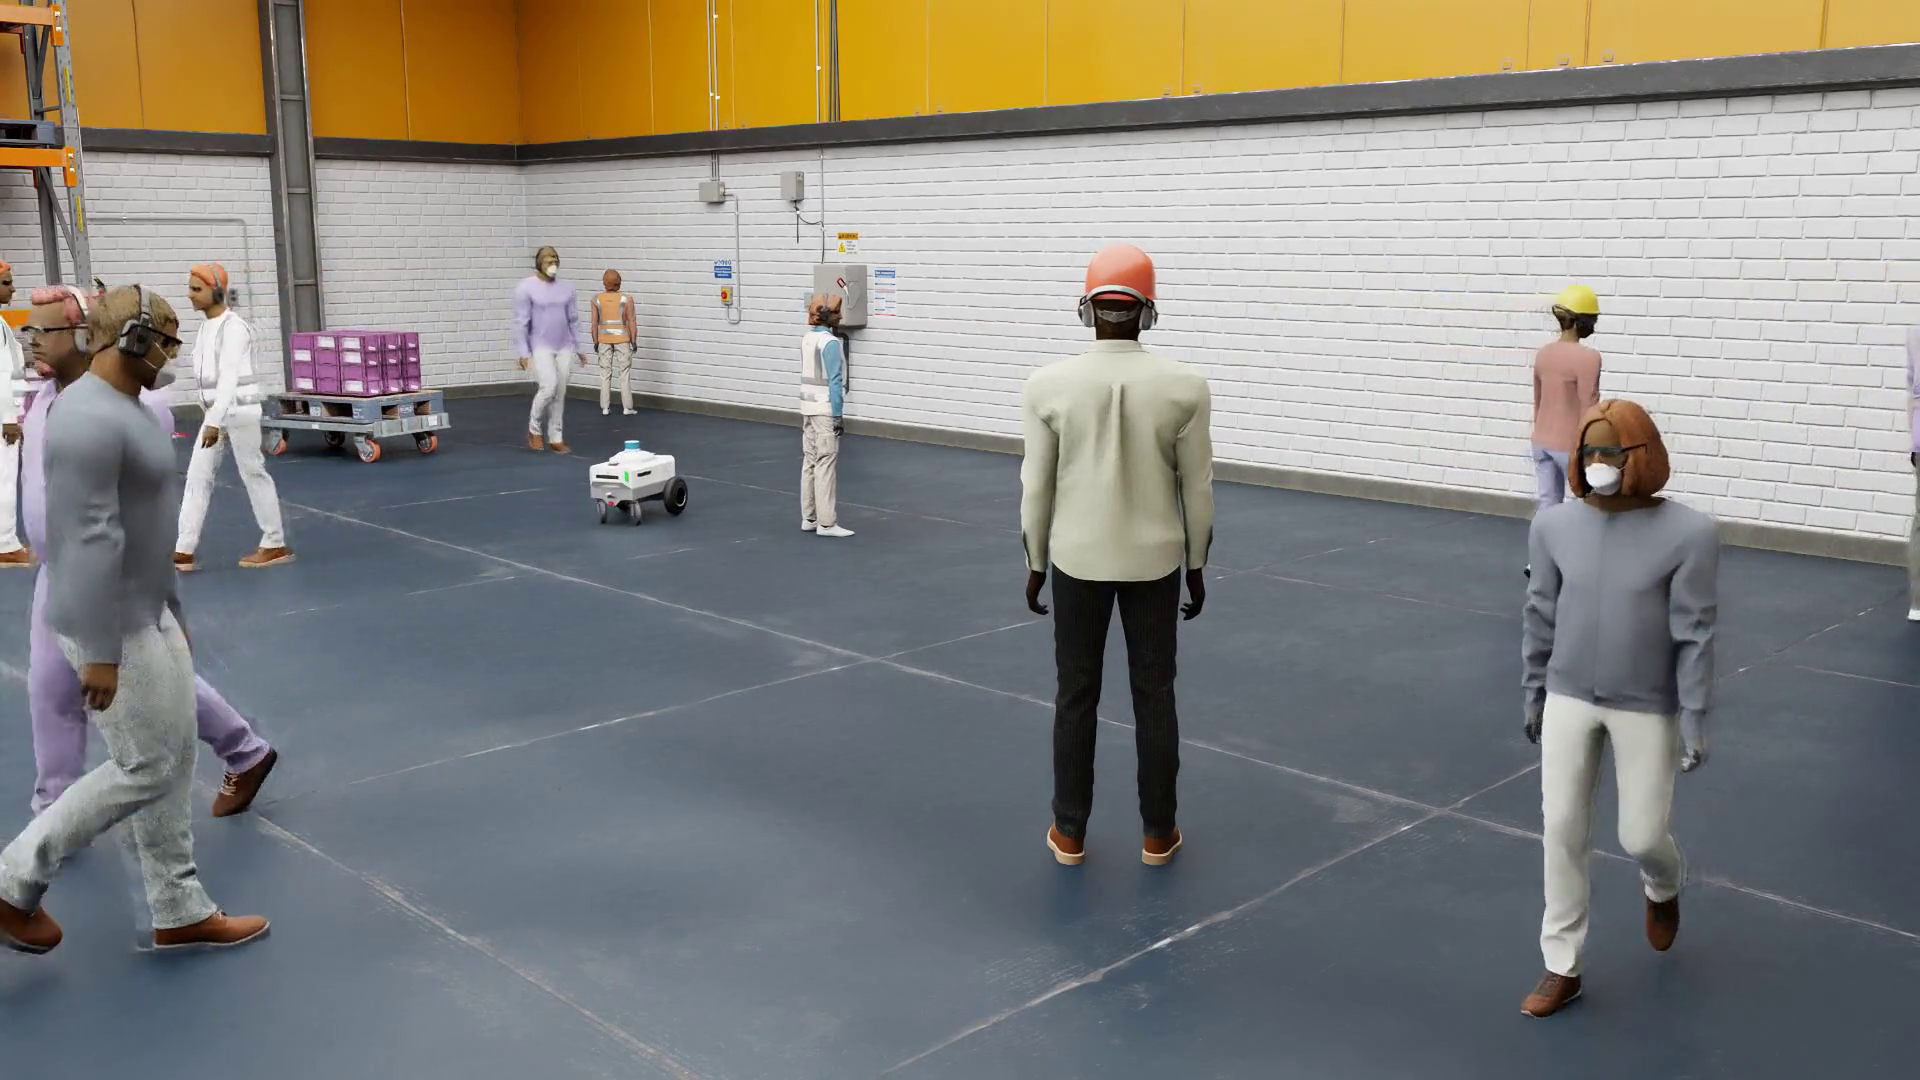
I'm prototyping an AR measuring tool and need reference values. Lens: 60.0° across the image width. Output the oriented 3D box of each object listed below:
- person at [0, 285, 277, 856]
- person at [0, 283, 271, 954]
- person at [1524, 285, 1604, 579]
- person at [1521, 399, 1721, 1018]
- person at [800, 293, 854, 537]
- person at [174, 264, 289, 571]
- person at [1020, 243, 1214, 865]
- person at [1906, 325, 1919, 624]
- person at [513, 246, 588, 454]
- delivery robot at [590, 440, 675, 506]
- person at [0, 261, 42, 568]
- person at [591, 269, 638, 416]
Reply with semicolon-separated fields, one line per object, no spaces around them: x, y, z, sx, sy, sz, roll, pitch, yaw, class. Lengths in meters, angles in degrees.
-2.775;0.096;5.492;0.638;1.875;0.921;6;12;29;person
-2.367;0.252;4.587;0.671;1.899;0.667;-3;11;-17;person
3.316;-0.508;9.076;0.374;1.752;0.551;-3;11;-17;person
1.735;0.427;4.381;0.510;1.613;0.591;9;14;40;person
-0.919;-0.838;11.218;0.313;1.636;0.517;-5;12;-27;person
-4.489;-0.706;9.923;0.578;1.841;0.921;9;14;40;person
0.498;0.064;5.321;0.611;1.995;0.380;1;10;3;person
5.123;-0.495;8.573;0.426;1.923;0.628;-5;12;-27;person
-3.770;-1.744;15.363;0.427;1.924;0.636;9;14;40;person
-2.339;-0.469;11.899;0.477;0.478;0.707;4;11;20;delivery robot
-5.889;-0.773;10.188;0.337;1.881;0.584;-8;13;-39;person
-3.875;-2.206;18.668;0.523;1.640;0.306;1;10;4;person
